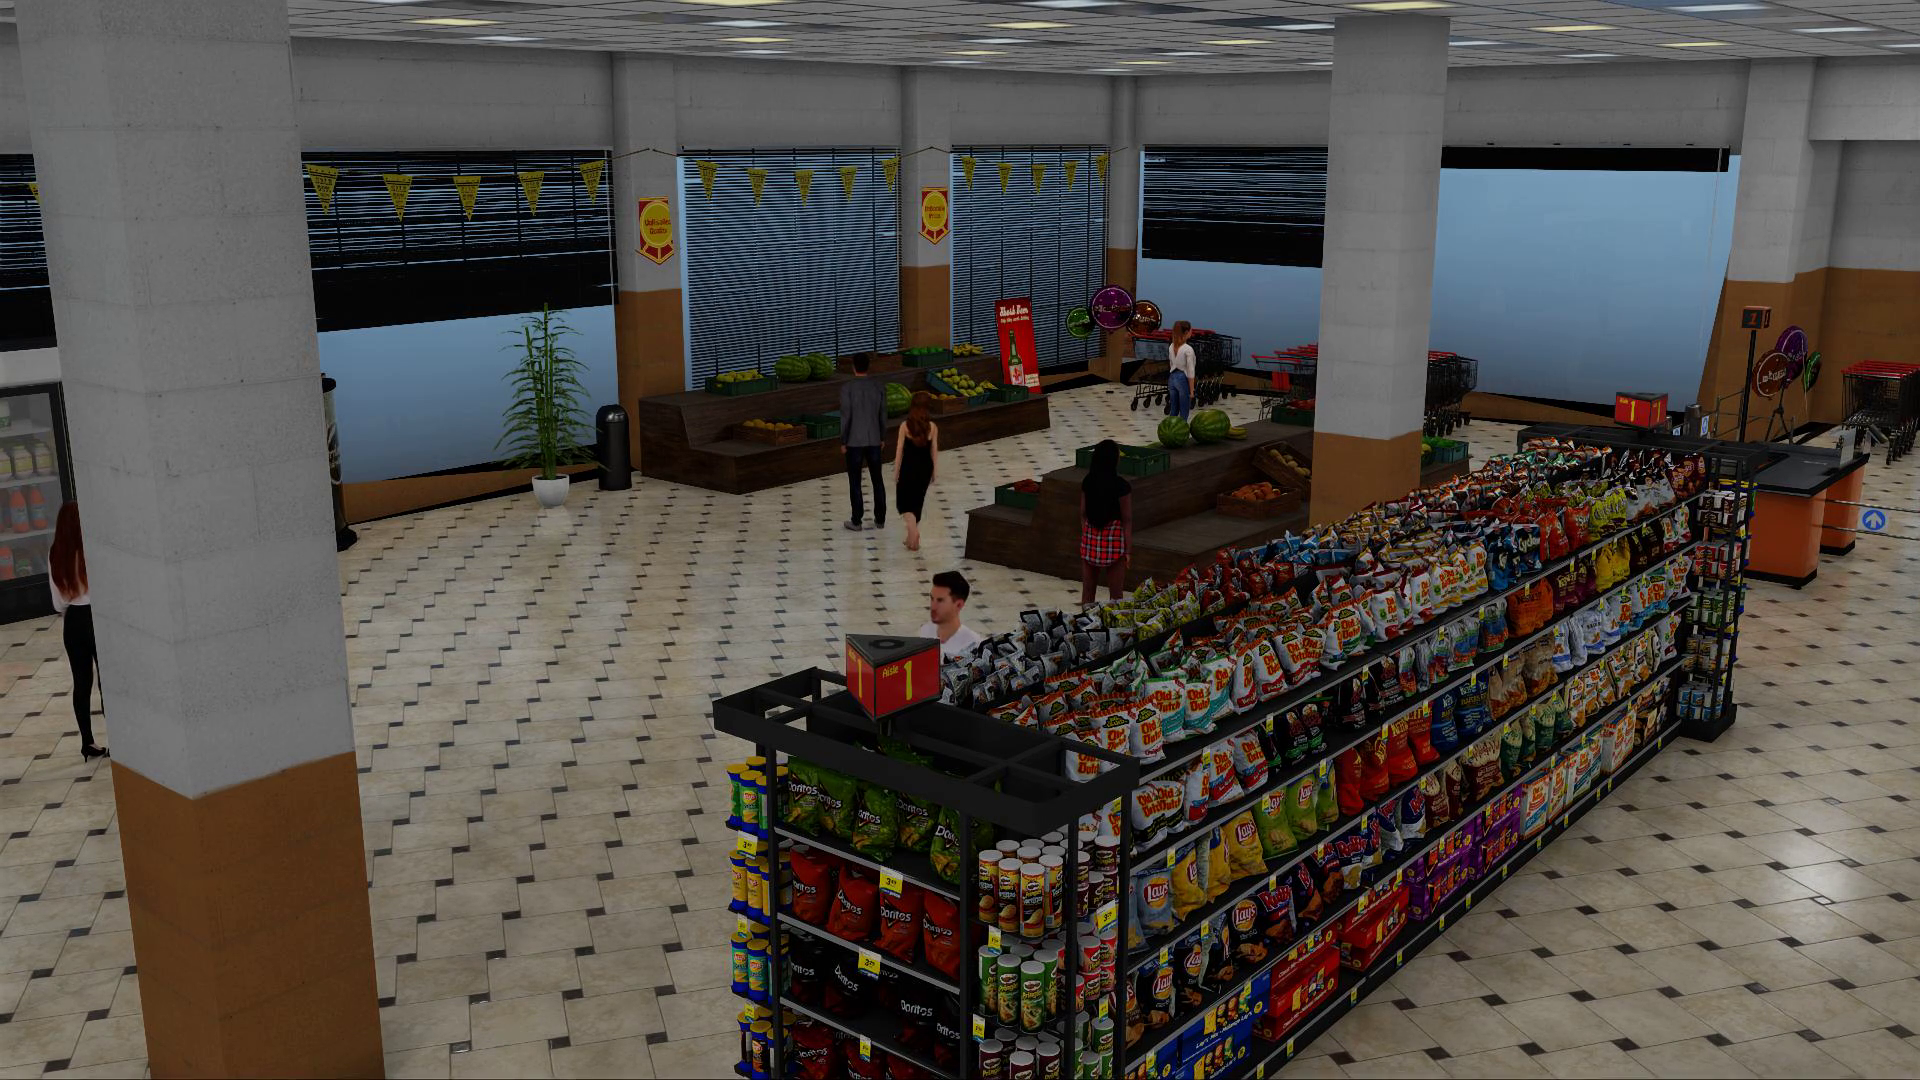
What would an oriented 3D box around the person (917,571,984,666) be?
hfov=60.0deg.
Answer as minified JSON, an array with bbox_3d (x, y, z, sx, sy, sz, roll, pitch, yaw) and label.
[{"bbox_3d":[-0.024,1.046,8.903,0.706,1.842,0.865,13,19,43],"label":"person"}]

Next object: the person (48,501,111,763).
[{"bbox_3d":[-5.701,0.605,10.896,0.663,1.759,0.656,3,14,12],"label":"person"}]

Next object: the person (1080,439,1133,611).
[{"bbox_3d":[1.153,0.052,13.246,0.638,1.727,0.625,9,16,32],"label":"person"}]

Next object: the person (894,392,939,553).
[{"bbox_3d":[-0.412,-0.622,16.308,0.958,1.592,0.952,-5,14,-19],"label":"person"}]

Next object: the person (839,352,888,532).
[{"bbox_3d":[-1.007,-1.035,17.414,0.714,1.873,0.838,-6,15,-23],"label":"person"}]

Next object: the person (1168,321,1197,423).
[{"bbox_3d":[2.880,-2.013,21.770,0.610,1.721,0.650,-9,16,-33],"label":"person"}]
